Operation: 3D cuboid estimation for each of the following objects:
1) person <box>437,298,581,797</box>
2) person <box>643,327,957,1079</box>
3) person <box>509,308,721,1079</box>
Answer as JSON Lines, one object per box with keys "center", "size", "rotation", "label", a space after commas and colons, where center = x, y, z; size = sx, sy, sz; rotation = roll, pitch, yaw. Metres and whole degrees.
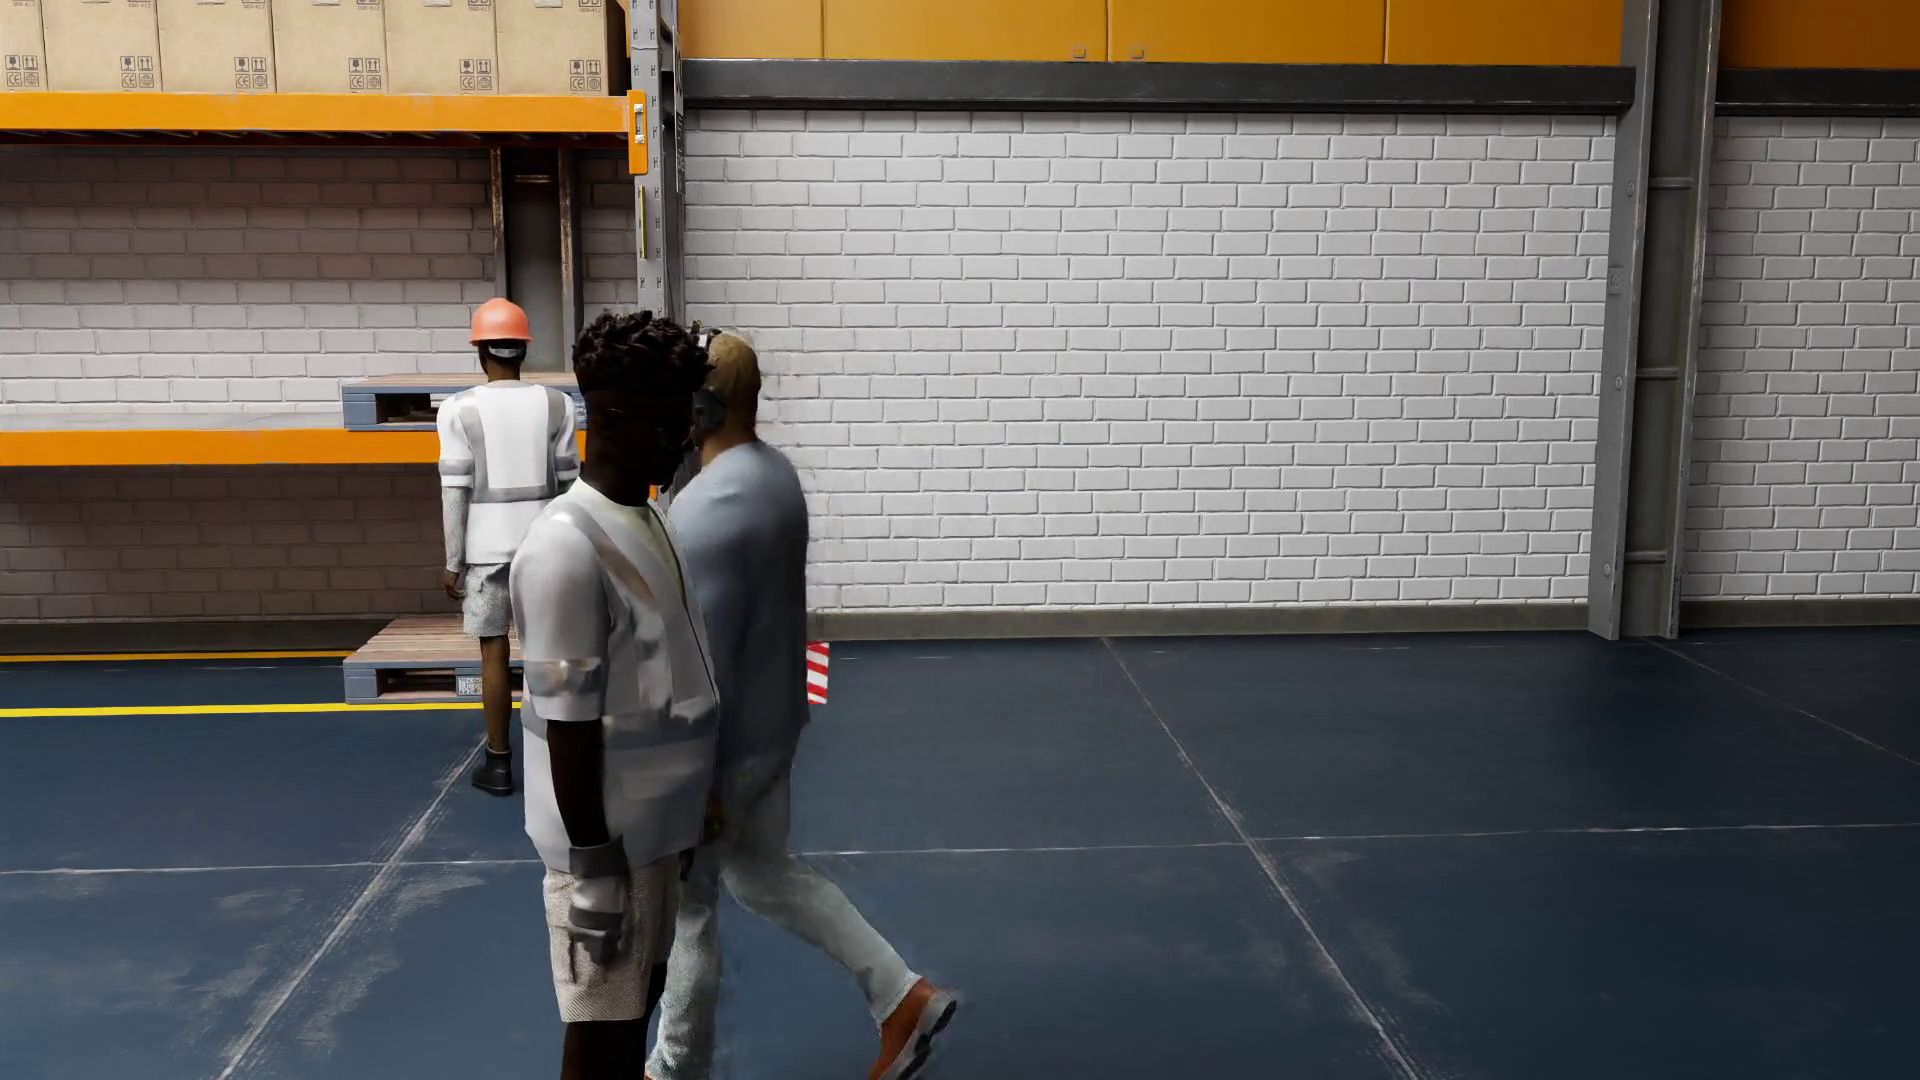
{"center": [-1.760, 0.028, 6.515], "size": [0.551, 1.932, 0.378], "rotation": [-5, 11, -30], "label": "person"}
{"center": [-0.461, 0.460, 3.908], "size": [0.800, 1.911, 0.637], "rotation": [2, 9, 10], "label": "person"}
{"center": [-0.638, 0.541, 3.215], "size": [0.375, 1.959, 0.603], "rotation": [0, 9, 2], "label": "person"}
